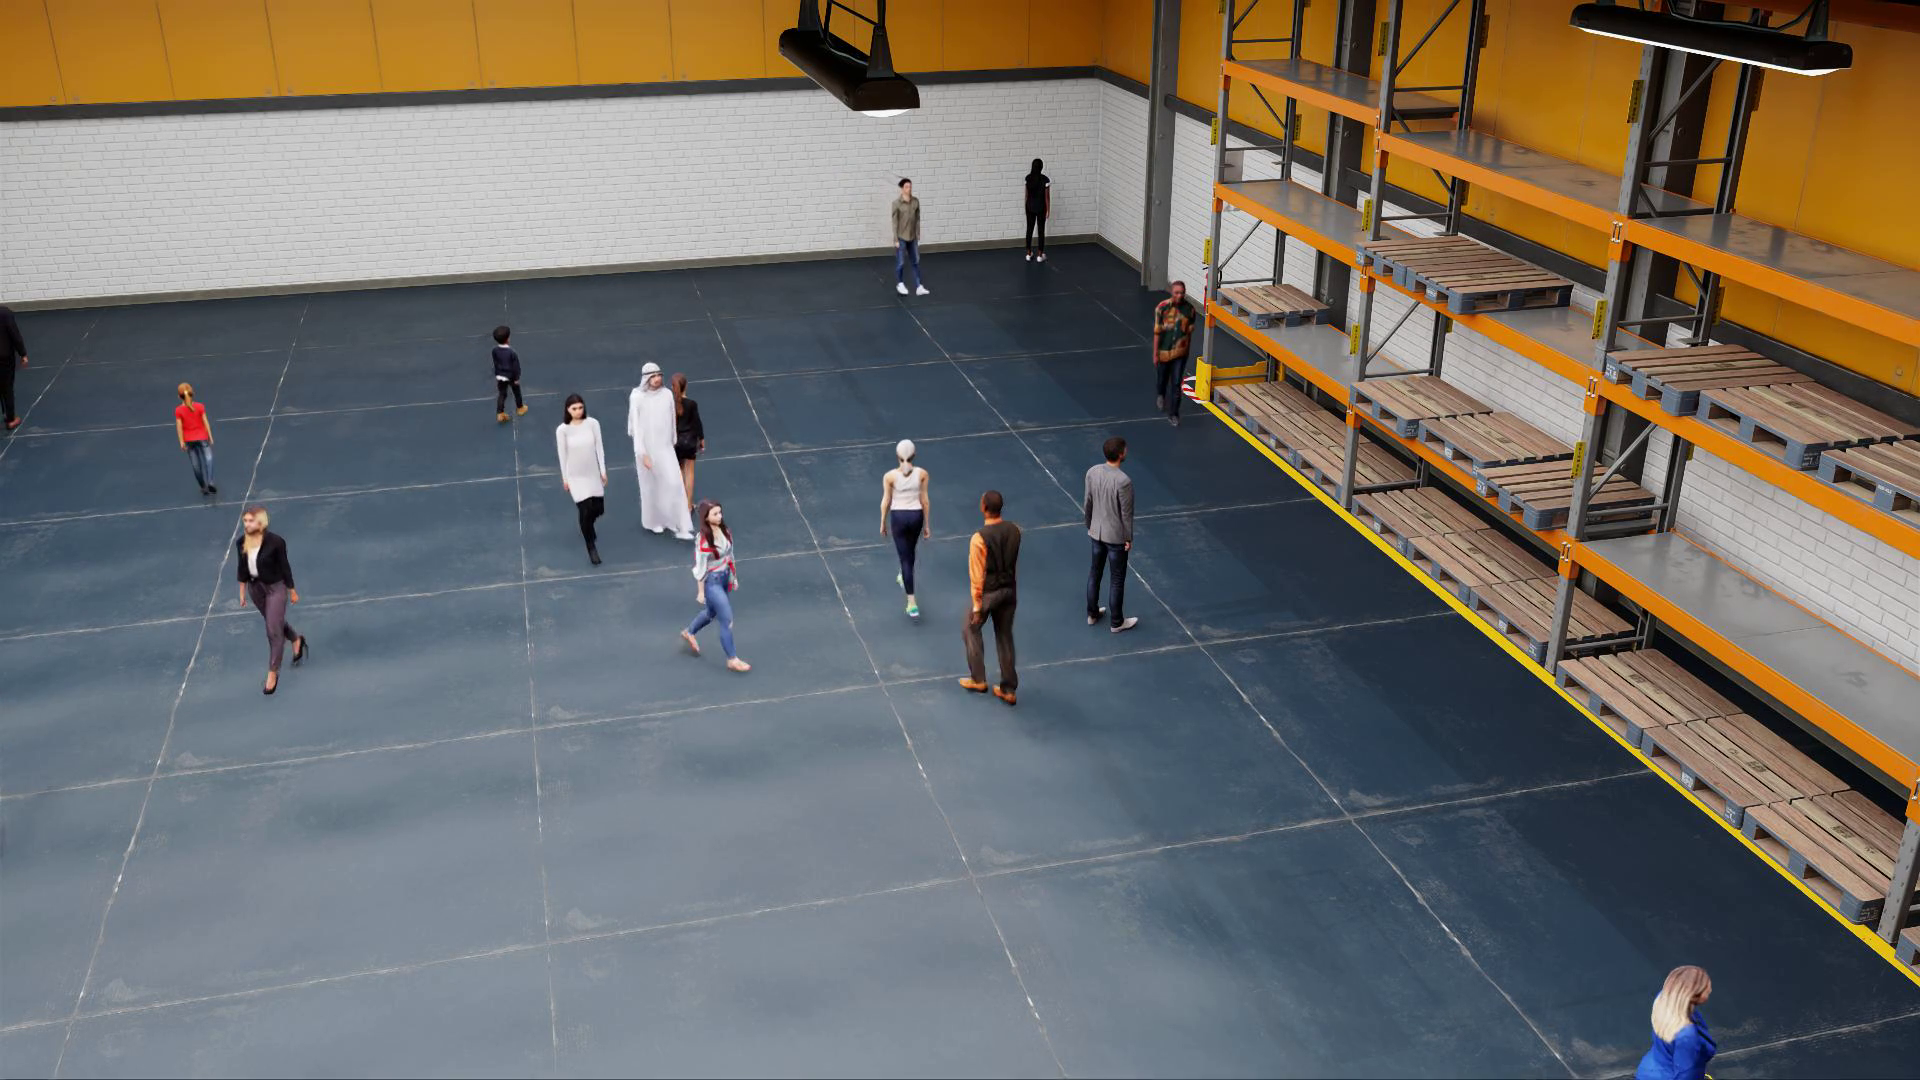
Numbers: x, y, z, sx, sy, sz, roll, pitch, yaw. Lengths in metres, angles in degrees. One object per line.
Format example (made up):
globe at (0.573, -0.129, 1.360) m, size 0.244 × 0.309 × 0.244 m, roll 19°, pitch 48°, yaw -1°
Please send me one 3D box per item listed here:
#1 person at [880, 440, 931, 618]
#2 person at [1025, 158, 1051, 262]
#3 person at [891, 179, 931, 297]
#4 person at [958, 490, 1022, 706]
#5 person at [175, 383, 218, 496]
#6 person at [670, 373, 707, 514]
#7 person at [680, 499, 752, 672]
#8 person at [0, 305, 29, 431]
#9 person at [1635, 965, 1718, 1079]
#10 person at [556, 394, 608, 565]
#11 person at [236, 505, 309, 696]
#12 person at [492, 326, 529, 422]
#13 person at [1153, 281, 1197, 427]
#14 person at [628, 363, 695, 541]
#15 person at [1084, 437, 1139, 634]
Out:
person at (-0.493, -0.082, 15.714) m, size 0.614 × 1.654 × 1.151 m, roll -5°, pitch 24°, yaw -12°
person at (1.296, -5.633, 28.321) m, size 0.692 × 1.729 × 0.723 m, roll 8°, pitch 25°, yaw 17°
person at (-0.899, -4.773, 26.221) m, size 0.914 × 1.836 × 1.101 m, roll -14°, pitch 27°, yaw -30°
person at (0.348, 0.521, 14.046) m, size 0.849 × 1.887 × 0.935 m, roll -14°, pitch 27°, yaw -30°
person at (-8.477, -1.098, 18.475) m, size 0.551 × 1.306 × 0.628 m, roll -12°, pitch 26°, yaw -25°
person at (-3.013, -1.024, 18.019) m, size 0.701 × 1.534 × 0.847 m, roll 1°, pitch 24°, yaw 2°
person at (-2.233, 0.377, 14.748) m, size 1.080 × 1.588 × 1.040 m, roll 12°, pitch 26°, yaw 25°
person at (-11.860, -2.257, 20.423) m, size 0.757 × 1.869 × 0.677 m, roll -4°, pitch 24°, yaw -8°
person at (3.629, 2.941, 8.753) m, size 0.734 × 1.692 × 0.569 m, roll -1°, pitch 24°, yaw -3°
person at (-3.828, -0.657, 16.862) m, size 0.725 × 1.790 × 0.908 m, roll -12°, pitch 26°, yaw -26°
person at (-5.978, 0.458, 14.515) m, size 0.887 × 1.626 × 1.119 m, roll 4°, pitch 24°, yaw 9°
person at (-5.701, -2.059, 20.803) m, size 0.748 × 1.202 × 0.899 m, roll 6°, pitch 24°, yaw 14°
person at (2.632, -2.374, 20.802) m, size 0.883 × 1.780 × 1.202 m, roll 0°, pitch 24°, yaw 0°
person at (-3.241, -0.956, 17.411) m, size 0.871 × 1.897 × 1.178 m, roll -14°, pitch 27°, yaw -29°
person at (1.391, -0.064, 15.402) m, size 0.729 × 1.872 × 0.843 m, roll 20°, pitch 31°, yaw 38°
